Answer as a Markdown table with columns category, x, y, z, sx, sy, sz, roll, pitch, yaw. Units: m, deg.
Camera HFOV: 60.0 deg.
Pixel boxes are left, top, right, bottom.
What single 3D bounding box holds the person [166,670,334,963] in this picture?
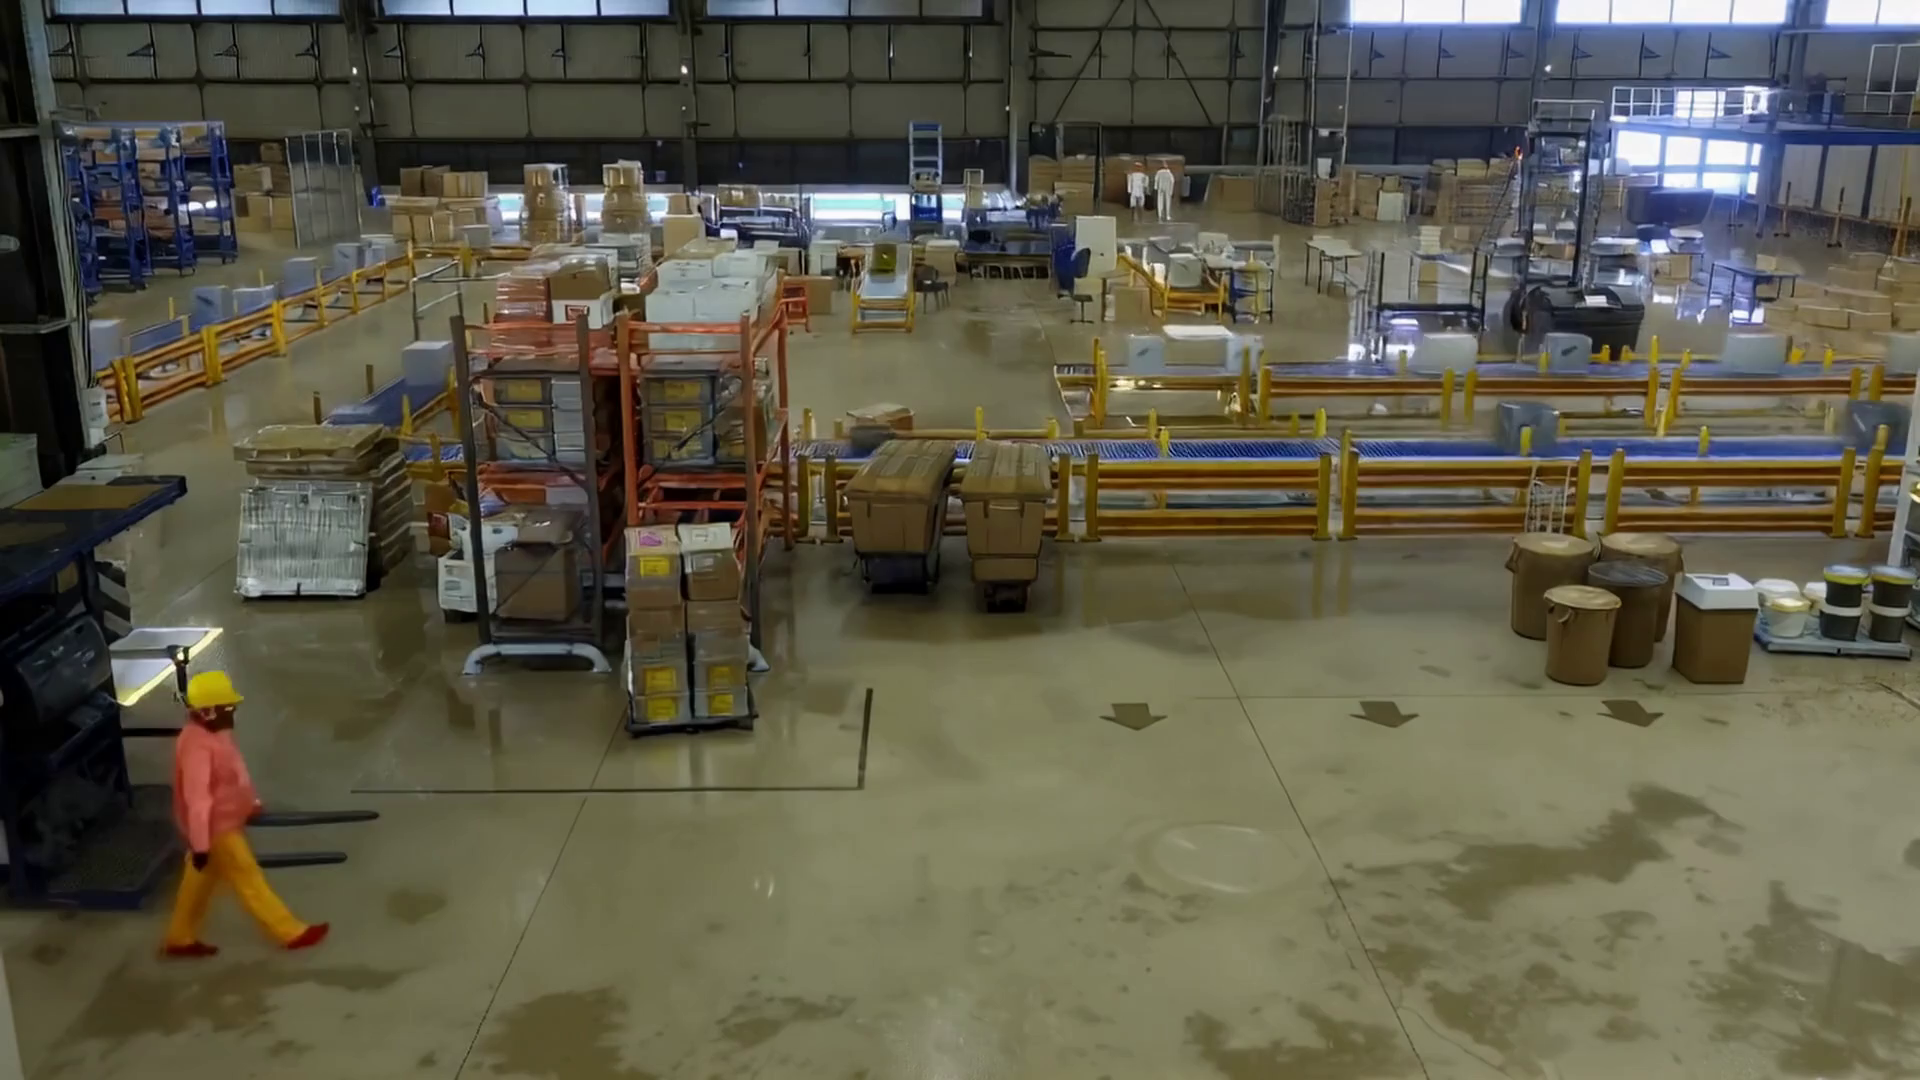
| category | x | y | z | sx | sy | sz | roll | pitch | yaw |
| --- | --- | --- | --- | --- | --- | --- | --- | --- | --- |
| person | -4.188 | 1.583 | 9.523 | 0.936 | 1.778 | 0.604 | -5 | 17 | -17 |

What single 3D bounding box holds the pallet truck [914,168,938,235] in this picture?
| category | x | y | z | sx | sy | sz | roll | pitch | yaw |
| --- | --- | --- | --- | --- | --- | --- | --- | --- | --- |
| pallet truck | -0.989 | -10.316 | 50.507 | 0.823 | 1.965 | 1.885 | 1 | 16 | 3 |

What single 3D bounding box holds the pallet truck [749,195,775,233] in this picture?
| category | x | y | z | sx | sy | sz | roll | pitch | yaw |
| --- | --- | --- | --- | --- | --- | --- | --- | --- | --- |
| pallet truck | -6.051 | -9.967 | 50.660 | 0.680 | 1.201 | 1.601 | 0 | 16 | -1 |

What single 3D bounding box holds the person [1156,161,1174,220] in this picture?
| category | x | y | z | sx | sy | sz | roll | pitch | yaw |
| --- | --- | --- | --- | --- | --- | --- | --- | --- | --- |
| person | 6.764 | -11.487 | 54.739 | 0.643 | 1.909 | 0.410 | 13 | 21 | 38 |

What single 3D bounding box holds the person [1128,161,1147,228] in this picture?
| category | x | y | z | sx | sy | sz | roll | pitch | yaw |
| --- | --- | --- | --- | --- | --- | --- | --- | --- | --- |
| person | 5.586 | -10.865 | 52.329 | 0.605 | 2.045 | 0.378 | 8 | 18 | 26 |

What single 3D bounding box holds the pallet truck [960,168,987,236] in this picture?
| category | x | y | z | sx | sy | sz | roll | pitch | yaw |
| --- | --- | --- | --- | --- | --- | --- | --- | --- | --- |
| pallet truck | 0.383 | -10.230 | 50.206 | 0.823 | 1.965 | 1.885 | -1 | 16 | -3 |

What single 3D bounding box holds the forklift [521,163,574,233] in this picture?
| category | x | y | z | sx | sy | sz | roll | pitch | yaw |
| --- | --- | --- | --- | --- | --- | --- | --- | --- | --- |
| forklift | -12.233 | -10.122 | 49.298 | 1.157 | 1.987 | 2.680 | 0 | 16 | -1 |

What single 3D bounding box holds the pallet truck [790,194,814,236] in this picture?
| category | x | y | z | sx | sy | sz | roll | pitch | yaw |
| --- | --- | --- | --- | --- | --- | --- | --- | --- | --- |
| pallet truck | -4.814 | -9.883 | 50.259 | 0.704 | 1.261 | 1.522 | -1 | 16 | -3 |

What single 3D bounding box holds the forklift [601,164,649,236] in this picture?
| category | x | y | z | sx | sy | sz | roll | pitch | yaw |
| --- | --- | --- | --- | --- | --- | --- | --- | --- | --- |
| forklift | -9.948 | -10.127 | 49.296 | 1.157 | 1.987 | 2.680 | -1 | 16 | -3 |

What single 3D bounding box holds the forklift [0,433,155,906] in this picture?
| category | x | y | z | sx | sy | sz | roll | pitch | yaw |
| --- | --- | --- | --- | --- | --- | --- | --- | --- | --- |
| forklift | -5.952 | 0.780 | 10.366 | 1.873 | 2.768 | 1.129 | 0 | 16 | -1 |

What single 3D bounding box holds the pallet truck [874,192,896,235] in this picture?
| category | x | y | z | sx | sy | sz | roll | pitch | yaw |
| --- | --- | --- | --- | --- | --- | --- | --- | --- | --- |
| pallet truck | -2.277 | -9.986 | 50.594 | 0.653 | 1.274 | 1.630 | 0 | 16 | -1 |
